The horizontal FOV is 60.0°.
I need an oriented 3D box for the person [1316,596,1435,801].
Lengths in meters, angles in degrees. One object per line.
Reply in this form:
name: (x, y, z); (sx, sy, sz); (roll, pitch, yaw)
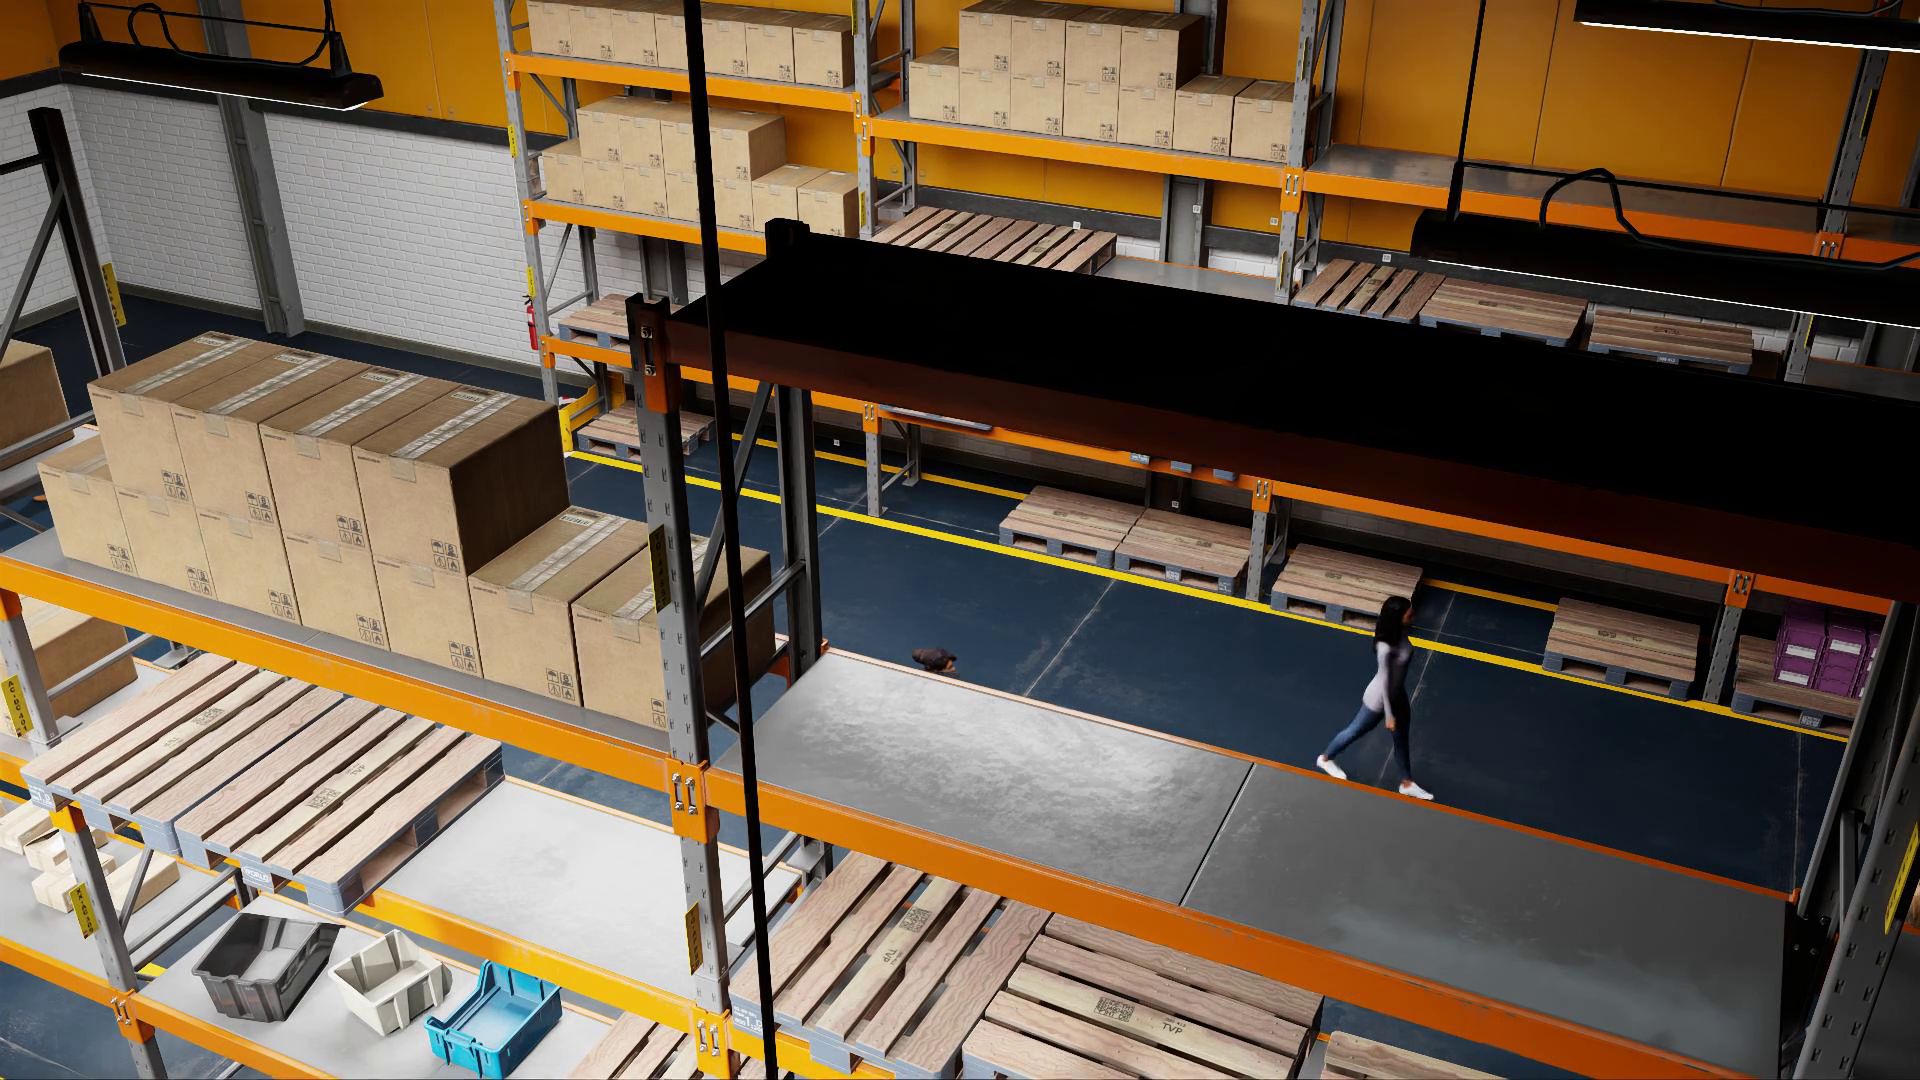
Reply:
person: (3.119, 1.198, 12.653); (1.200, 1.690, 0.770); (18, 33, 29)

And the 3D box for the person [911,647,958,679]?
person: (-0.233, 1.475, 12.206); (0.756, 1.630, 0.672); (5, 29, 9)
